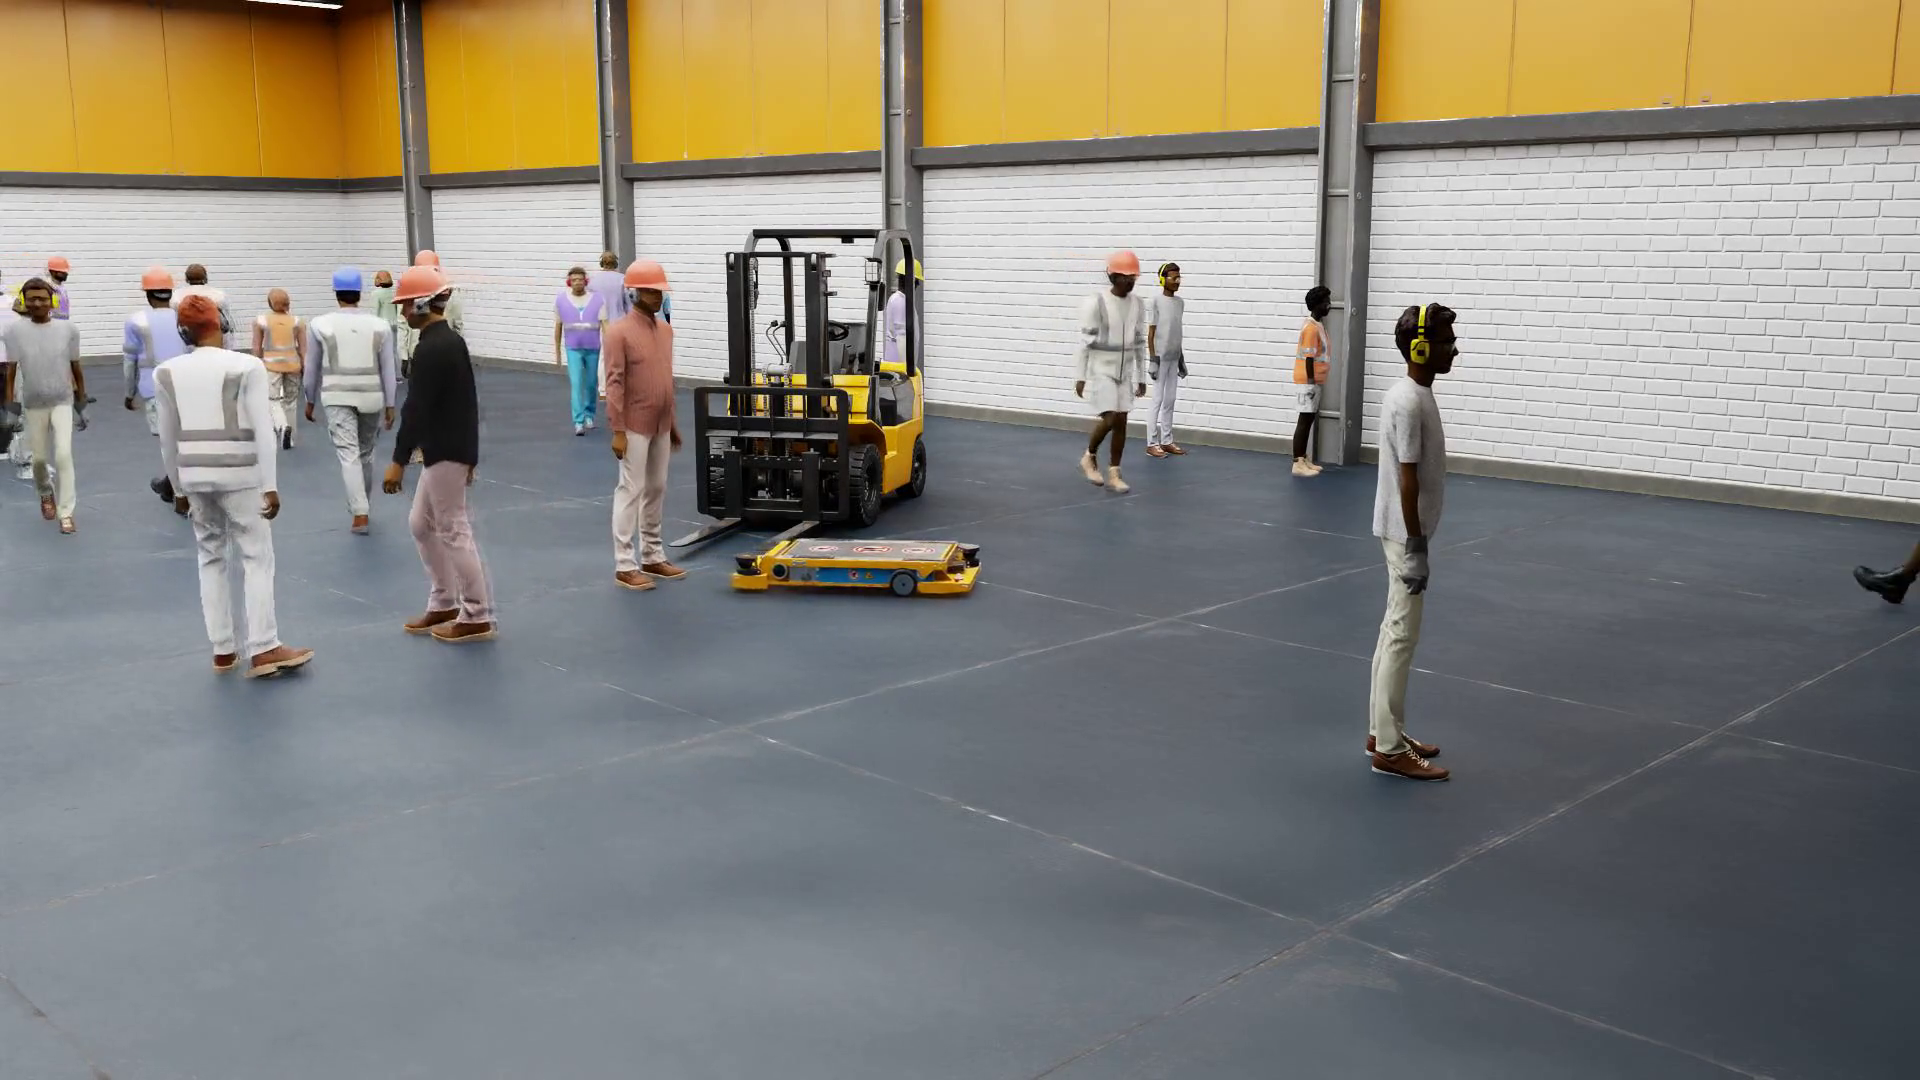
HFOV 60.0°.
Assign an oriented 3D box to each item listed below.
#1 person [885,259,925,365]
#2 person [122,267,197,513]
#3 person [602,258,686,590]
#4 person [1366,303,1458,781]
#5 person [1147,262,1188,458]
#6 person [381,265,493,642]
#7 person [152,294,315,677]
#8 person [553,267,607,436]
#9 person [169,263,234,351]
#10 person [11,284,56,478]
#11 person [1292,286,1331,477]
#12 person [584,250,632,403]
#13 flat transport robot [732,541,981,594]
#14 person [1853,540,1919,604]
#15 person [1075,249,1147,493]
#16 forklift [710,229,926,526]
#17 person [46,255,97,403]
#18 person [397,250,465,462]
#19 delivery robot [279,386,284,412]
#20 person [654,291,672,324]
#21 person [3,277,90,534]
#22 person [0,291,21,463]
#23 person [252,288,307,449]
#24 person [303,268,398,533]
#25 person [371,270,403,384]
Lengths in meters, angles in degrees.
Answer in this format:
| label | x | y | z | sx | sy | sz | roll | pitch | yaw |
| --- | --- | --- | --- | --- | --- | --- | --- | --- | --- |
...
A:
| label | x | y | z | sx | sy | sz | roll | pitch | yaw |
| --- | --- | --- | --- | --- | --- | --- | --- | --- | --- |
| person | -0.517 | -1.687 | 15.678 | 0.380 | 1.919 | 0.585 | -1 | 10 | -4 |
| person | -6.198 | -1.169 | 12.953 | 0.548 | 1.878 | 1.032 | -10 | 15 | -44 |
| person | -1.906 | -0.705 | 10.118 | 0.401 | 1.990 | 0.622 | 5 | 12 | 25 |
| person | 1.804 | 0.003 | 6.593 | 0.329 | 1.872 | 0.509 | 2 | 11 | 11 |
| person | 2.009 | -1.739 | 16.094 | 0.510 | 1.872 | 0.328 | -10 | 14 | -43 |
| person | -2.744 | -0.432 | 8.670 | 0.582 | 1.969 | 0.638 | -2 | 11 | -9 |
| person | -3.573 | -0.261 | 8.099 | 0.691 | 1.847 | 0.437 | 1 | 10 | 7 |
| person | -4.102 | -2.060 | 18.048 | 0.571 | 1.805 | 0.946 | -3 | 11 | -17 |
| person | -8.187 | -2.067 | 17.984 | 0.652 | 1.829 | 0.521 | -4 | 11 | -19 |
| person | -8.124 | -1.391 | 14.598 | 0.391 | 1.732 | 0.499 | 0 | 10 | -1 |
| person | 3.124 | -1.406 | 14.785 | 0.320 | 1.690 | 0.532 | 3 | 11 | 17 |
| person | -4.450 | -2.716 | 21.232 | 0.636 | 1.939 | 0.362 | -2 | 11 | -11 |
| flat transport robot | -0.615 | 0.151 | 10.151 | 1.431 | 0.197 | 0.652 | 1 | 10 | 6 |
| person | 5.660 | -0.516 | 9.358 | 0.566 | 1.885 | 0.974 | -9 | 14 | -41 |
| person | 1.270 | -1.375 | 13.714 | 0.675 | 2.015 | 0.533 | -6 | 12 | -28 |
| forklift | -1.050 | -1.319 | 12.920 | 1.214 | 2.155 | 2.313 | 2 | 11 | 13 |
| person | -11.508 | -2.647 | 21.017 | 0.864 | 1.894 | 0.597 | -1 | 10 | -5 |
| person | -4.977 | -1.730 | 15.702 | 0.623 | 1.992 | 0.392 | -5 | 12 | -27 |
| delivery robot | -7.687 | -1.582 | 18.570 | 0.477 | 0.478 | 0.707 | -6 | 12 | -29 |
| person | -4.124 | -2.789 | 22.290 | 0.537 | 1.695 | 0.320 | -5 | 11 | -25 |
| person | -6.656 | -0.994 | 12.128 | 0.523 | 1.845 | 0.840 | -6 | 12 | -28 |
| person | -9.052 | -1.667 | 15.650 | 0.839 | 1.889 | 0.598 | 8 | 13 | 36 |
| person | -6.711 | -1.686 | 16.483 | 0.518 | 1.617 | 0.670 | -7 | 13 | -34 |
| person | -4.442 | -1.023 | 12.128 | 0.602 | 1.897 | 1.004 | -7 | 13 | -34 |
| person | -8.252 | -3.061 | 23.948 | 0.270 | 1.632 | 0.508 | 7 | 12 | 32 |
